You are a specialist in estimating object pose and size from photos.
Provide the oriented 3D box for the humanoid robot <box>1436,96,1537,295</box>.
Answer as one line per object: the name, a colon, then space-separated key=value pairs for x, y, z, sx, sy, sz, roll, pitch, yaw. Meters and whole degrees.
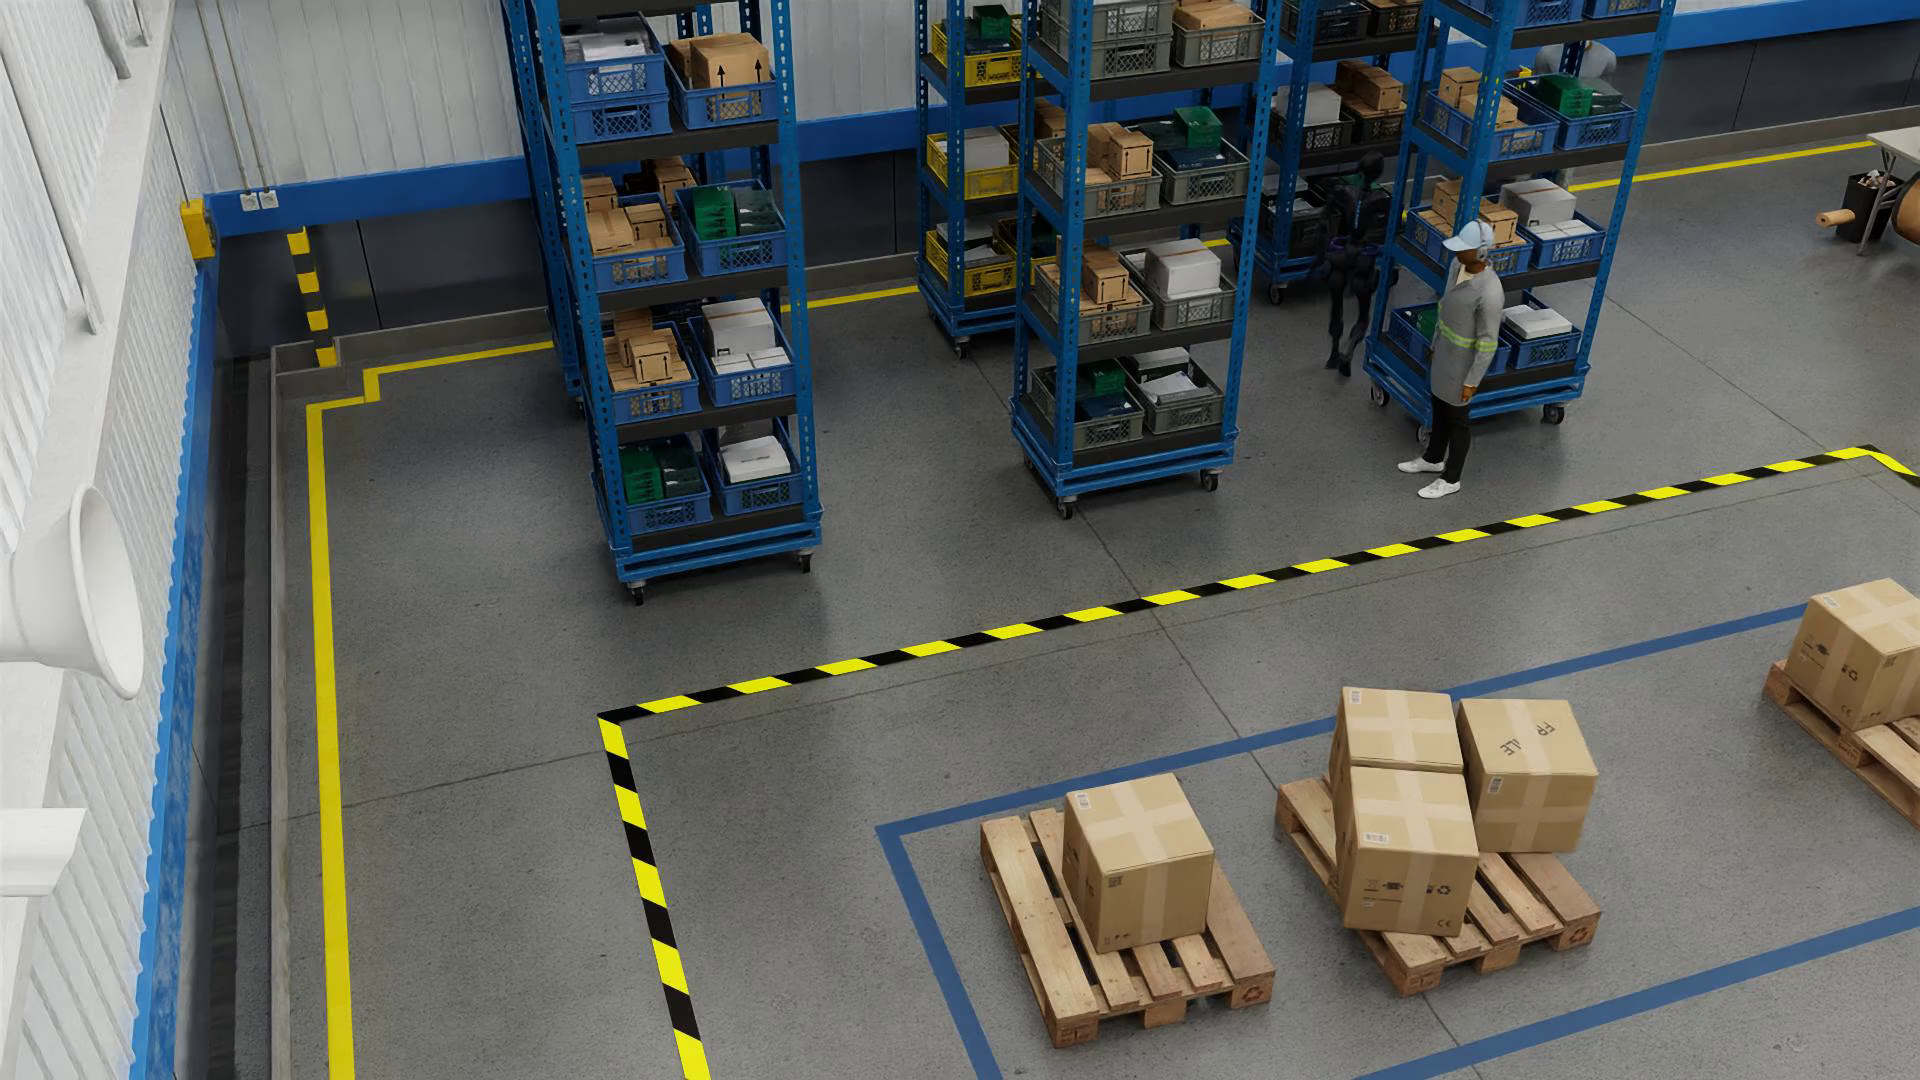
humanoid robot: x=4.048 y=-2.557 z=12.516 sx=0.780 sy=1.646 sz=0.611 roll=-17 pitch=39 yaw=-23

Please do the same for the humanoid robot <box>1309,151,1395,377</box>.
humanoid robot: x=2.697 y=-1.897 z=11.530 sx=0.589 sy=1.646 sz=0.476 roll=15 pitch=38 yaw=20

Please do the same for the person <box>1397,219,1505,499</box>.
person: x=3.037 y=-1.115 z=10.262 sx=0.387 sy=1.850 sz=0.598 roll=-6 pitch=36 yaw=-8

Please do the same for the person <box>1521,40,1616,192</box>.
person: x=4.793 y=-3.275 z=13.256 sx=0.626 sy=1.934 sz=0.373 roll=4 pitch=35 yaw=6
